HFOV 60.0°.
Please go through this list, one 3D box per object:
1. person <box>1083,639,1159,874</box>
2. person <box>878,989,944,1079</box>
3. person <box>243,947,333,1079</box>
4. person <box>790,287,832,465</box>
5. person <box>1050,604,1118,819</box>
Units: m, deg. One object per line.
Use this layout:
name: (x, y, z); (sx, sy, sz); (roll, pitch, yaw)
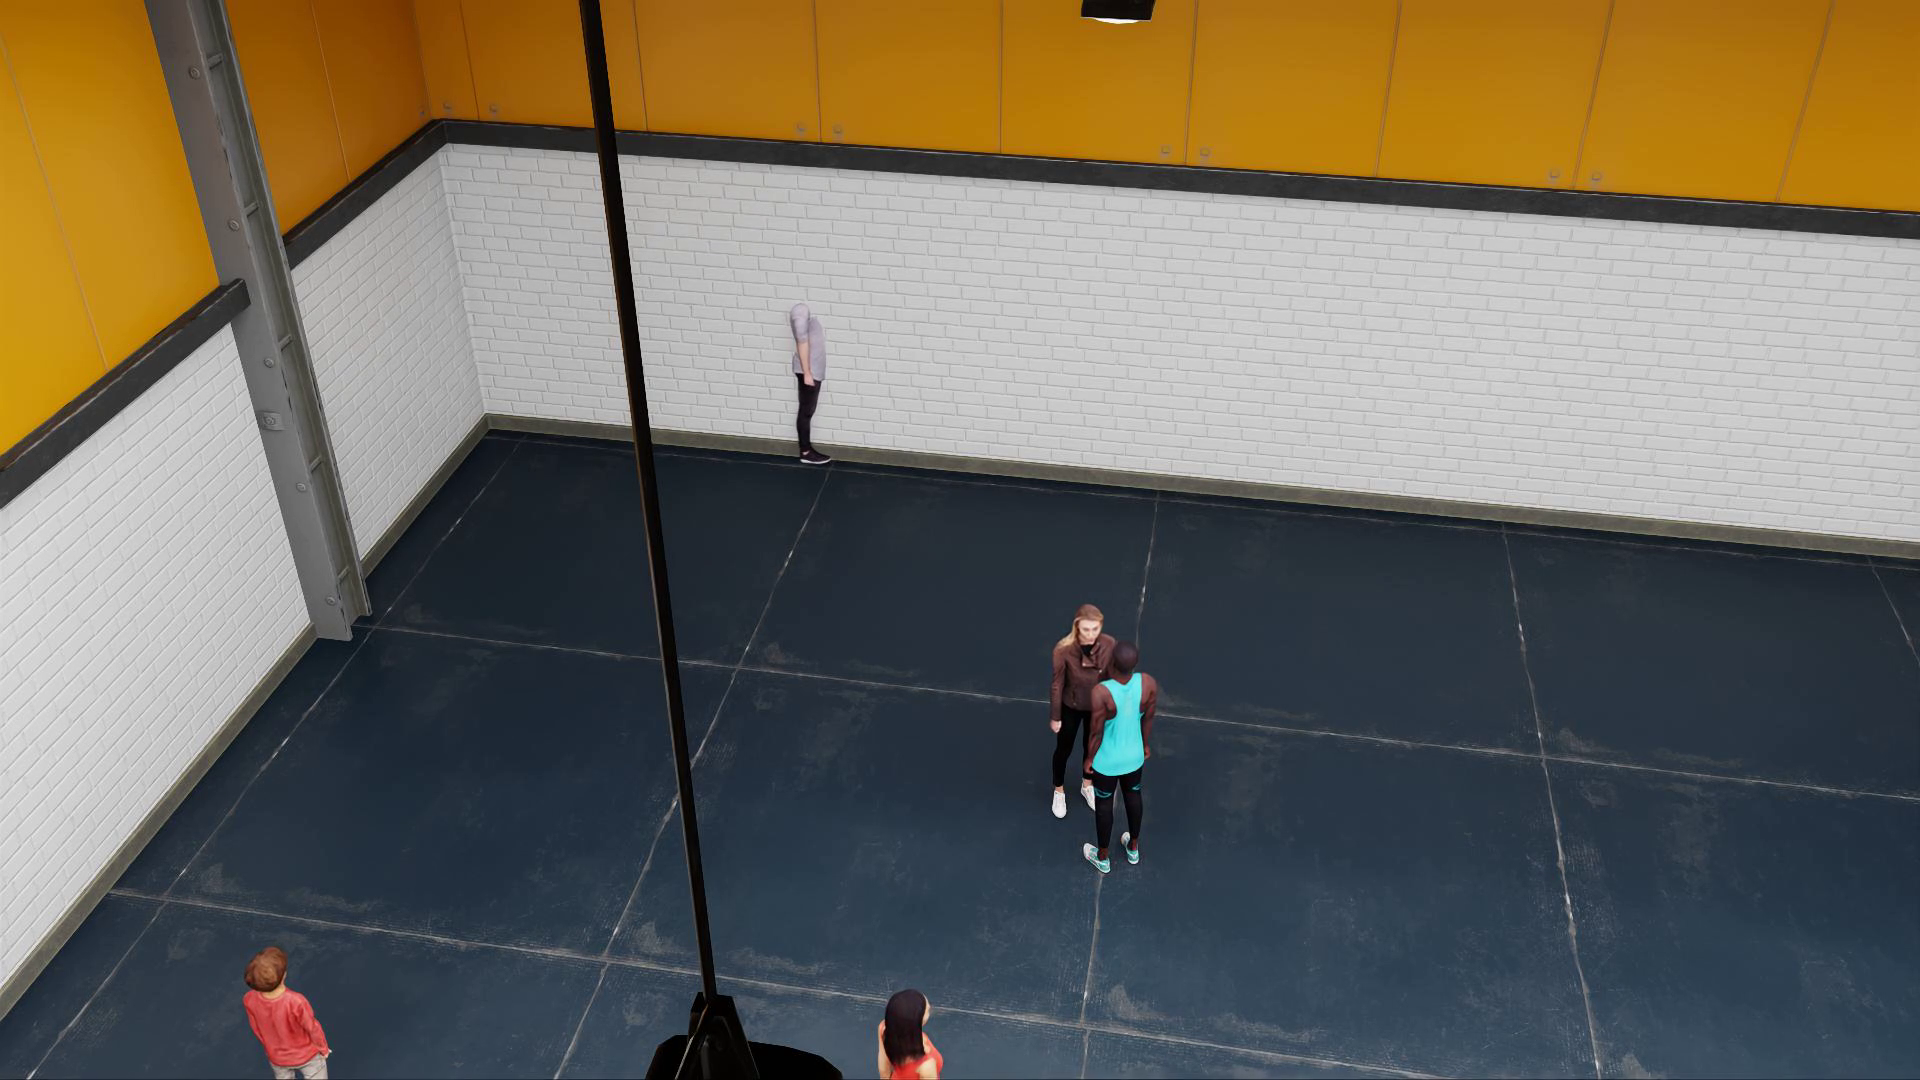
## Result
person: (1.013, 1.375, 10.602); (0.683, 1.811, 0.674); (-10, 35, -15)
person: (-0.236, 2.889, 8.407); (0.707, 1.718, 0.673); (-27, 42, -35)
person: (-3.584, 2.727, 8.925); (0.540, 1.416, 0.520); (1, 34, 2)
person: (-1.361, -1.583, 15.028); (0.743, 1.838, 0.557); (2, 34, 3)
person: (0.819, 1.115, 11.091); (0.671, 1.703, 0.641); (-8, 34, -11)
